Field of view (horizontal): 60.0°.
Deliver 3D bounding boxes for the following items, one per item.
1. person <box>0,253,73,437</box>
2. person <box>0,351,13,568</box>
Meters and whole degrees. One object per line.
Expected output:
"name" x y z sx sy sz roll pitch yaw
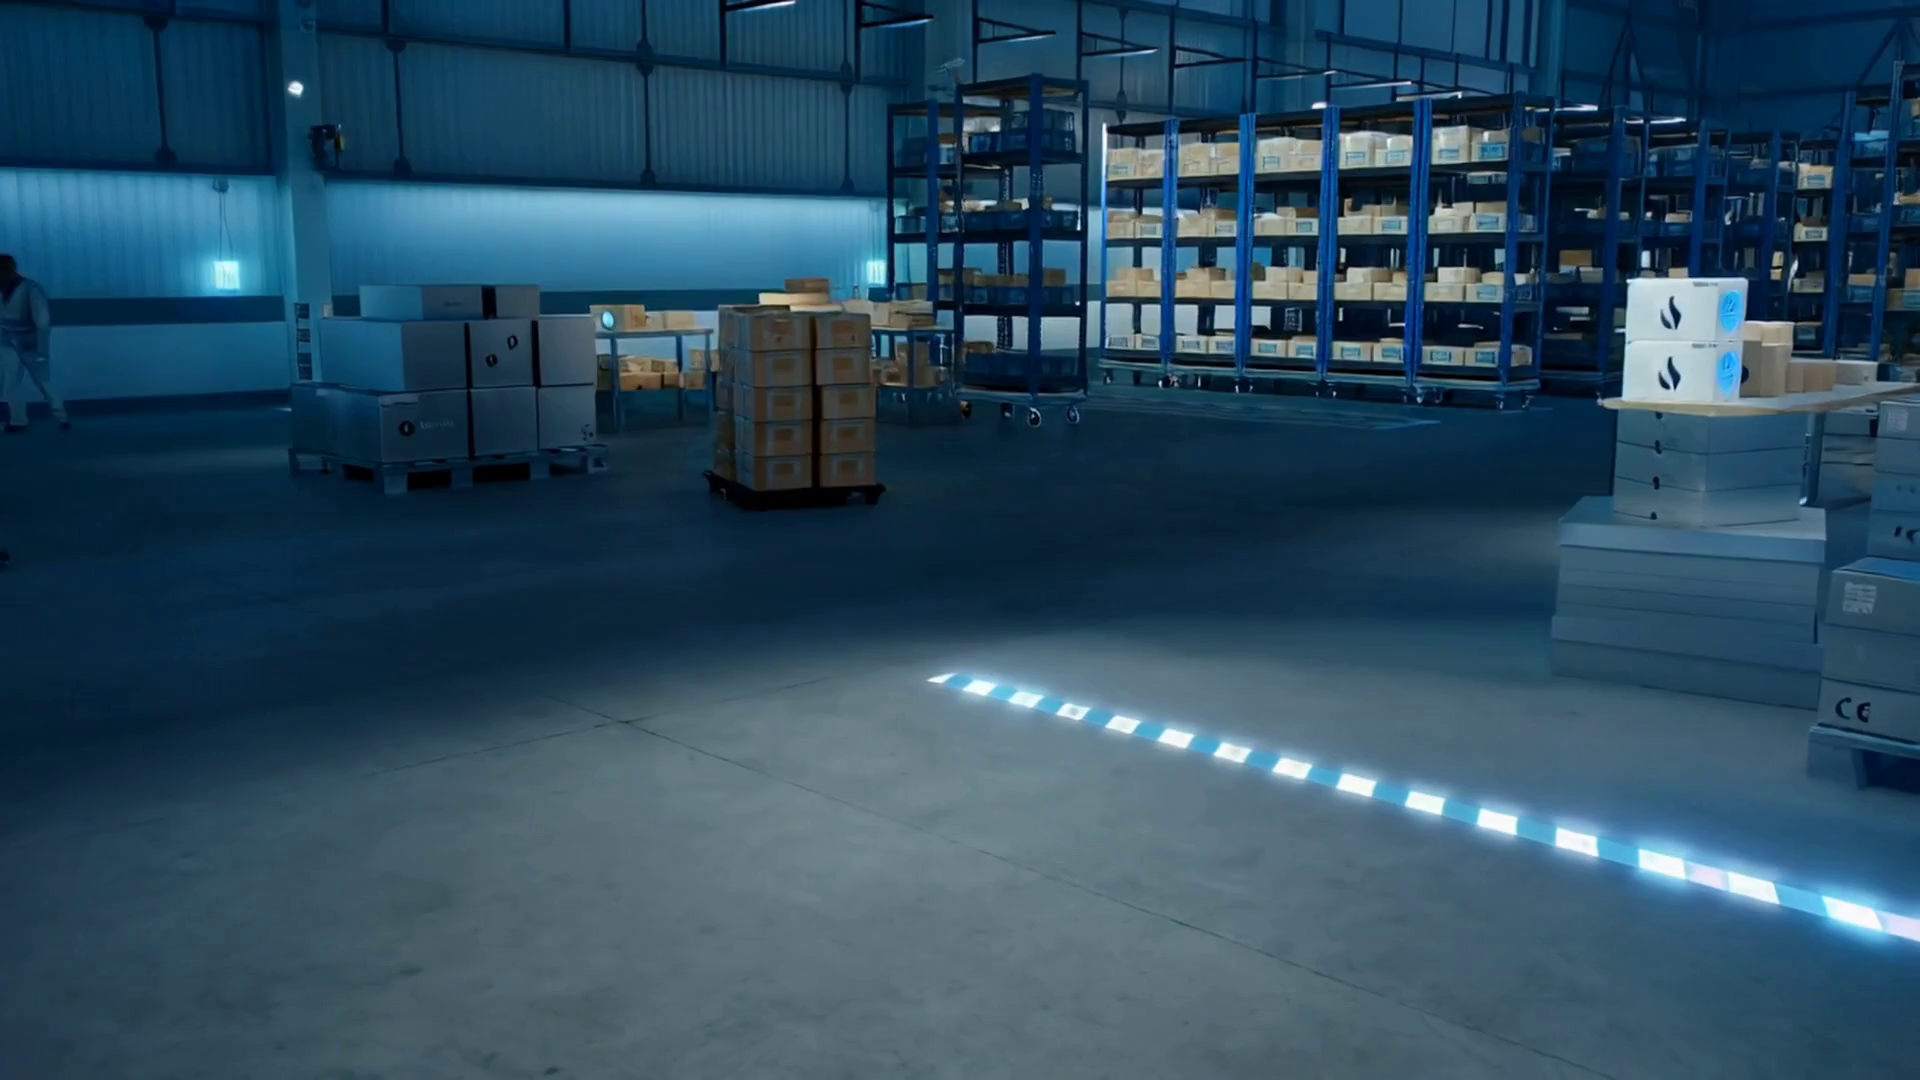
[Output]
"person" -9.250 -1.936 16.514 0.644 1.810 0.682 1 9 6
"person" -5.563 -0.779 9.104 0.615 1.942 0.408 -3 10 -16
